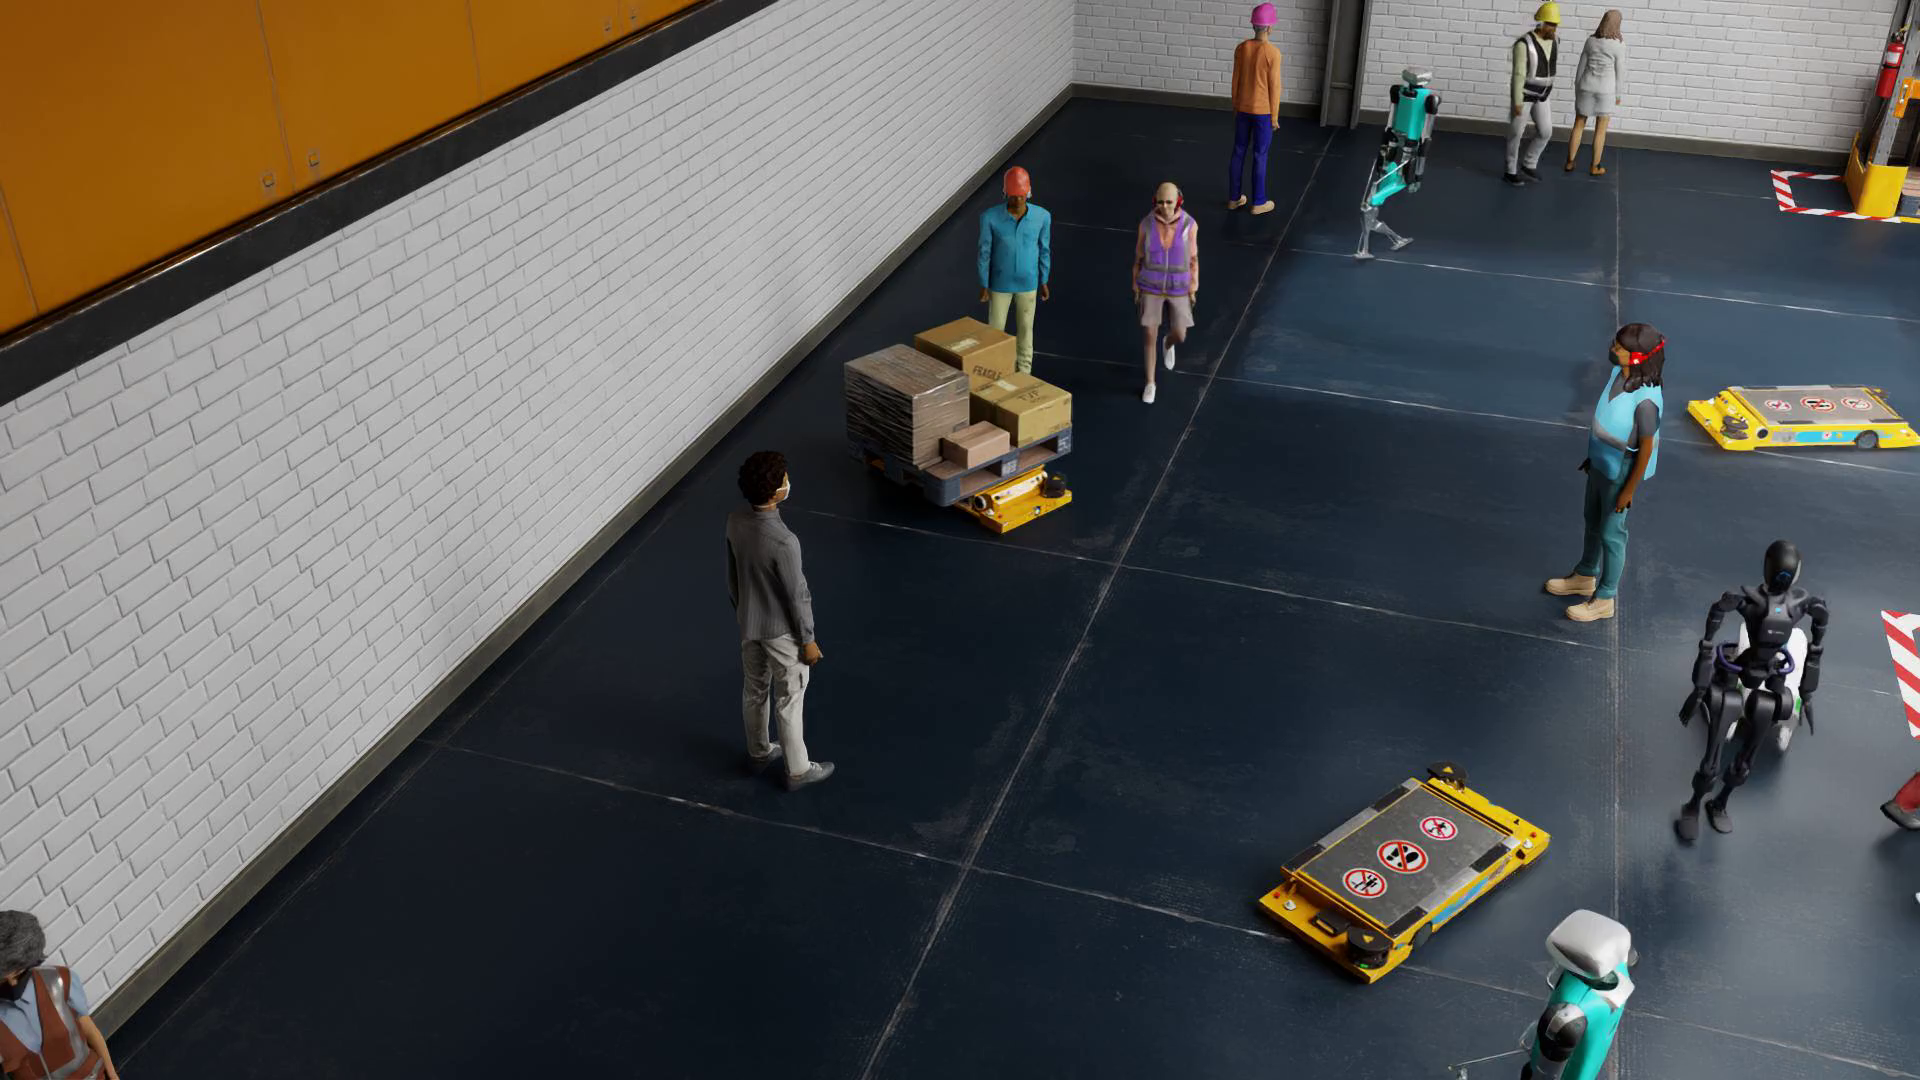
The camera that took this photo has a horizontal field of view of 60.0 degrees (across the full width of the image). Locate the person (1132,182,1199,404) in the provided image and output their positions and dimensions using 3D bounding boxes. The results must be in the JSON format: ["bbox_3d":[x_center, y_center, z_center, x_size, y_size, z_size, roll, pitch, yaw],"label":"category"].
[{"bbox_3d":[1.530,-1.877,12.422,0.498,1.673,0.530,3,31,5],"label":"person"}]

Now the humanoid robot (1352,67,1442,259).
[{"bbox_3d":[3.769,-3.267,14.765,1.013,1.749,0.532,-18,35,-28],"label":"humanoid robot"}]

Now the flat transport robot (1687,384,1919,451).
[{"bbox_3d":[6.161,-0.890,12.140,1.431,0.231,0.659,-1,30,-2],"label":"flat transport robot"}]

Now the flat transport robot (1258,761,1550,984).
[{"bbox_3d":[2.149,1.559,7.973,1.431,0.231,0.659,-24,38,-34],"label":"flat transport robot"}]

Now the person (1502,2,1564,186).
[{"bbox_3d":[5.746,-4.449,16.664,0.613,1.820,0.493,-14,33,-22],"label":"person"}]

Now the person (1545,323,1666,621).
[{"bbox_3d":[3.829,-0.395,9.720,0.371,1.865,0.537,-2,31,-4],"label":"person"}]

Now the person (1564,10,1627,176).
[{"bbox_3d":[6.542,-4.587,17.052,0.496,1.659,0.337,22,37,33],"label":"person"}]

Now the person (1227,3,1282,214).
[{"bbox_3d":[2.836,-4.129,15.959,0.505,1.986,0.375,22,37,33],"label":"person"}]

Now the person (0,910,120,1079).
[{"bbox_3d":[-3.199,1.977,5.868,0.317,1.681,0.432,26,39,37],"label":"person"}]

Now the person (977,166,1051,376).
[{"bbox_3d":[0.407,-1.947,12.471,0.560,1.752,0.326,-4,31,-7],"label":"person"}]

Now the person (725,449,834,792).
[{"bbox_3d":[-0.940,0.422,8.302,0.536,1.899,0.393,22,37,32],"label":"person"}]

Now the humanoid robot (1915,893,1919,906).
[{"bbox_3d":[4.692,1.073,7.371,0.530,1.803,0.693,8,31,13],"label":"humanoid robot"}]

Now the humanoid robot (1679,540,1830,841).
[{"bbox_3d":[3.816,0.736,7.985,0.601,1.650,0.378,5,31,9],"label":"humanoid robot"}]

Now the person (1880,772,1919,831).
[{"bbox_3d":[4.884,0.660,8.042,0.680,1.737,0.545,-5,31,-9],"label":"person"}]

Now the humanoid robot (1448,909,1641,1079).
[{"bbox_3d":[1.890,1.953,5.857,0.708,1.801,0.541,25,39,36],"label":"humanoid robot"}]

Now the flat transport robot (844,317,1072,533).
[{"bbox_3d":[0.033,-0.481,11.444,0.659,0.231,1.431,-25,38,-35],"label":"flat transport robot"}]

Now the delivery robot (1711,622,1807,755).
[{"bbox_3d":[4.400,0.746,9.072,0.499,0.592,0.774,13,33,21],"label":"delivery robot"}]
